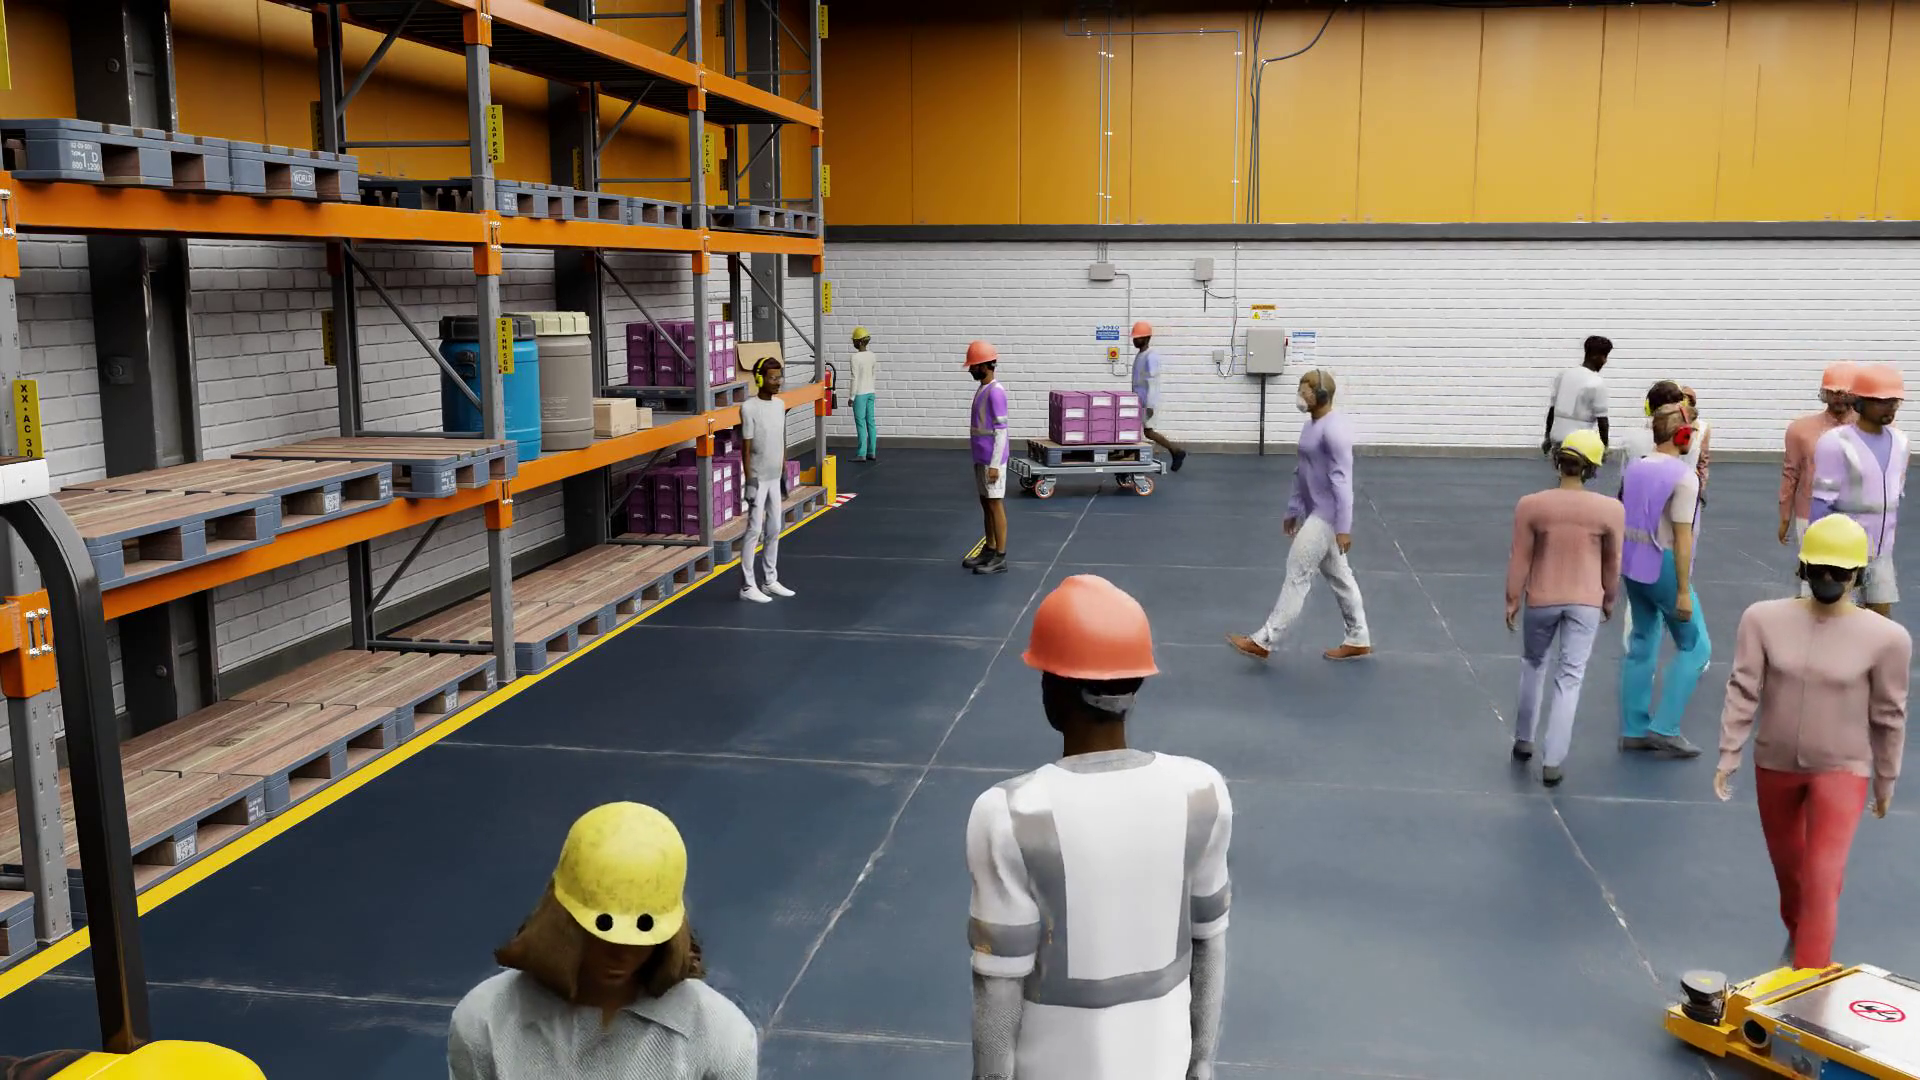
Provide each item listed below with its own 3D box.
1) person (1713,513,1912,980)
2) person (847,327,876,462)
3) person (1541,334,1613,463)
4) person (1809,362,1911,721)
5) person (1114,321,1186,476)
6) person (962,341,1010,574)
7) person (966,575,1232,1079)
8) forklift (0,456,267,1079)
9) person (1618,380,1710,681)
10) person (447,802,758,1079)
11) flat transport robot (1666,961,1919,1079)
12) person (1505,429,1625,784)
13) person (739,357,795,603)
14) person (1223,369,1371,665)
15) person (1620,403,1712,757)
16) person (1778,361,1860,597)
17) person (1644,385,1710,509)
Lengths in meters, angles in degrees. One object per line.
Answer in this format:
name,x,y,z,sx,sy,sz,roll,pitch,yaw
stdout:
person,2.887,0.745,5.621,0.527,1.725,0.881,8,12,41
person,-1.291,-1.904,21.836,0.310,1.769,0.525,5,11,30
person,5.668,-0.912,15.207,0.653,1.926,0.637,-3,10,-18
person,4.956,0.004,9.319,0.614,2.021,0.814,-3,10,-17
person,2.319,-1.710,20.237,0.832,1.911,0.546,-3,10,-16
person,0.212,-0.676,13.769,0.385,1.928,0.546,-2,9,-13
person,0.262,1.040,3.258,0.555,1.936,0.523,-3,10,-20
forklift,-2.328,0.975,2.765,2.313,2.155,1.214,1,9,9
person,4.290,-0.046,10.122,0.750,1.844,0.563,-8,12,-40
person,-0.571,1.228,2.627,0.517,1.717,0.371,0,9,2
flat transport robot,2.944,1.577,4.962,0.652,0.197,1.431,-6,11,-31
person,3.002,0.311,8.294,0.535,1.724,0.751,4,10,21
person,-1.478,-0.458,12.649,0.318,1.860,0.509,6,11,31
person,2.194,-0.135,10.550,1.013,1.884,0.655,0,9,0
person,3.645,0.209,8.577,0.534,1.830,0.606,-2,9,-10
person,5.575,-0.177,10.633,0.624,1.956,1.005,4,10,22
person,5.466,-0.369,12.757,0.512,1.639,0.312,1,9,5
